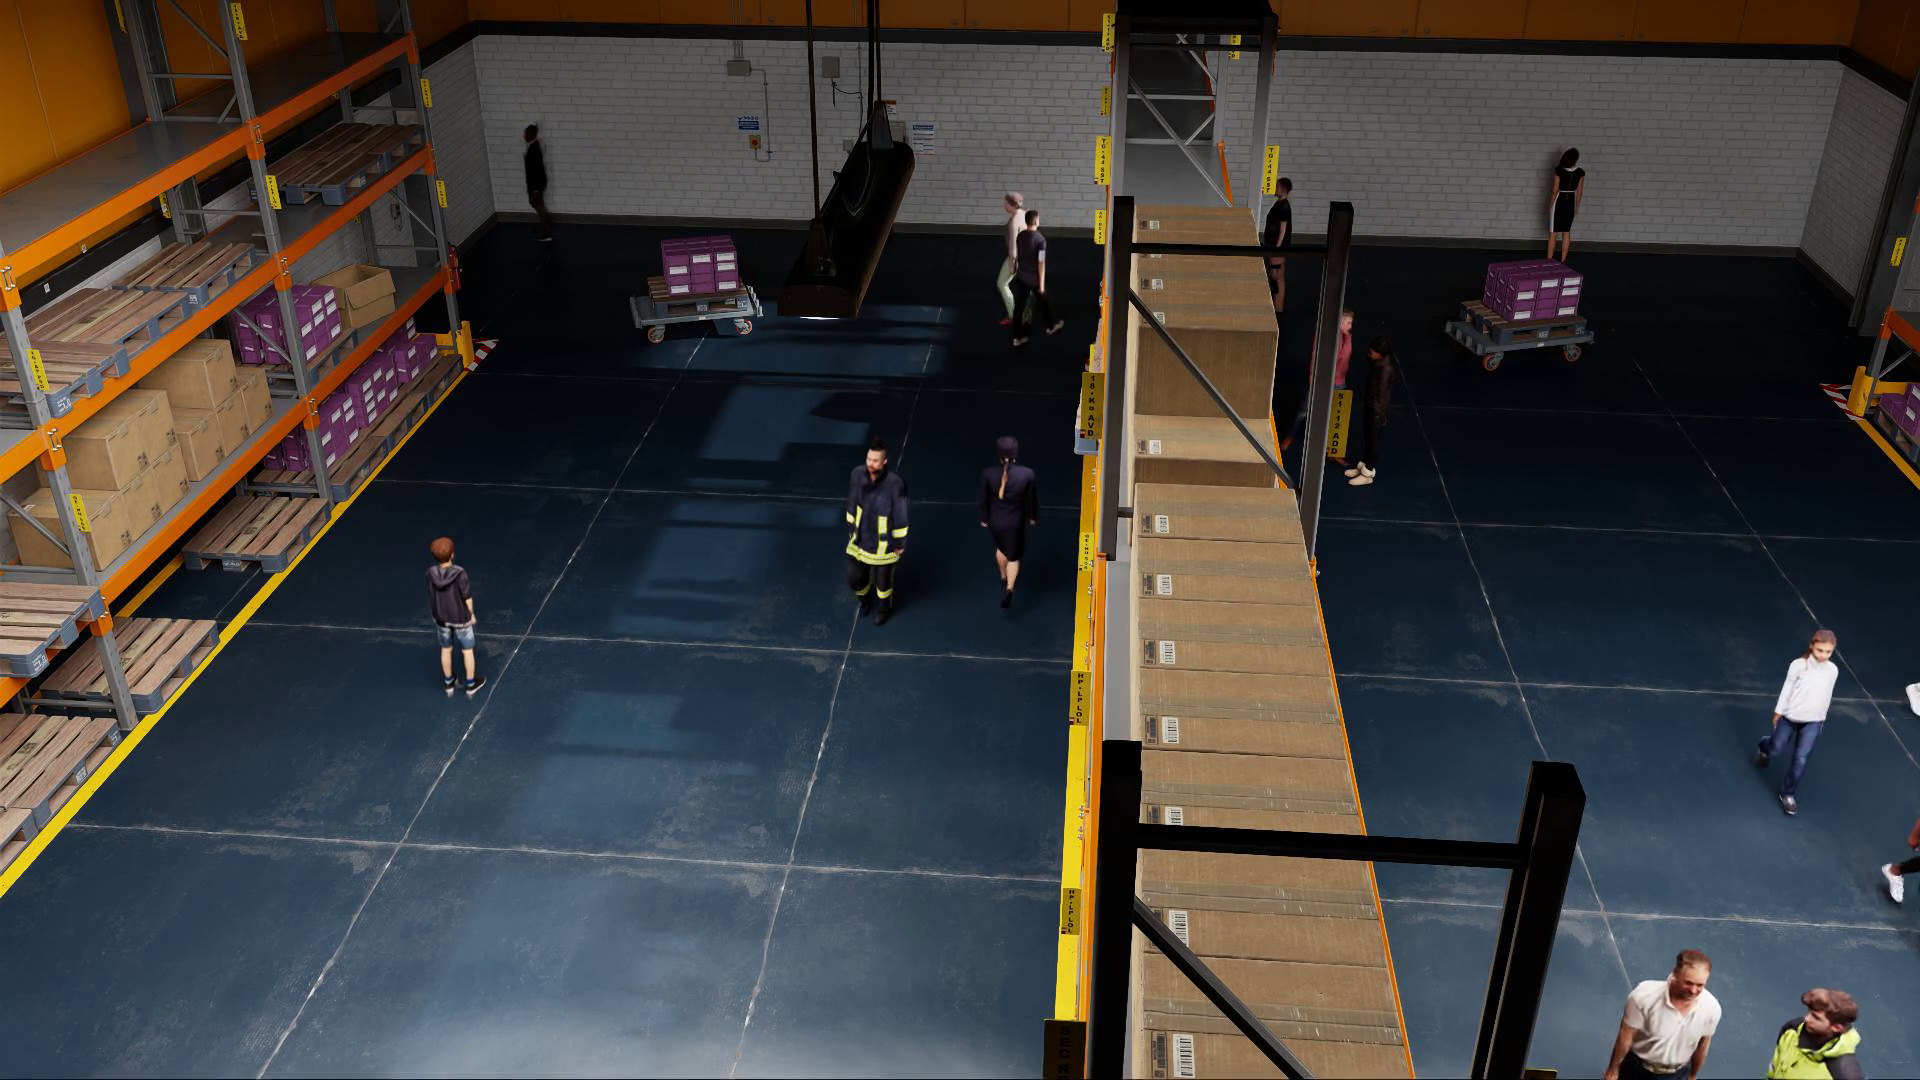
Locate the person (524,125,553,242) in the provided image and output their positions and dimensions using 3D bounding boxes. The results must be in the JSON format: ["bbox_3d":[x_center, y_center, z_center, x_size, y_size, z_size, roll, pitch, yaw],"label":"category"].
[{"bbox_3d":[-6.317,-5.334,24.859,0.895,1.773,0.678,-4,29,-7],"label":"person"}]

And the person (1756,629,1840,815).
[{"bbox_3d":[6.500,1.328,12.885,0.579,1.544,0.897,5,29,10],"label":"person"}]

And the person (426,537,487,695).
[{"bbox_3d":[-4.348,0.643,14.248,0.545,1.443,0.518,4,29,7],"label":"person"}]

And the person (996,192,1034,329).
[{"bbox_3d":[0.829,-3.604,21.617,0.896,1.842,0.793,19,34,31],"label":"person"}]

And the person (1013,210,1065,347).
[{"bbox_3d":[0.833,-3.286,21.154,1.060,1.727,1.175,24,37,37],"label":"person"}]

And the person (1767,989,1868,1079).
[{"bbox_3d":[4.628,3.204,9.005,0.906,1.967,0.739,-7,29,-12],"label":"person"}]

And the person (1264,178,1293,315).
[{"bbox_3d":[4.275,-3.952,22.255,0.740,1.841,0.517,4,29,6],"label":"person"}]

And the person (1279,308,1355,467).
[{"bbox_3d":[3.942,-1.713,18.203,1.033,1.791,1.196,-7,29,-12],"label":"person"}]

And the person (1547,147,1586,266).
[{"bbox_3d":[8.585,-4.691,23.659,0.578,1.794,0.470,3,29,5],"label":"person"}]

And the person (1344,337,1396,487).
[{"bbox_3d":[4.447,-1.388,17.744,0.662,1.660,0.589,15,32,26],"label":"person"}]

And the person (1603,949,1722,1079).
[{"bbox_3d":[3.973,2.976,9.564,0.815,1.832,1.063,9,30,17],"label":"person"}]

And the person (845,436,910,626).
[{"bbox_3d":[-0.739,-0.115,15.212,0.866,1.850,0.835,10,30,18],"label":"person"}]

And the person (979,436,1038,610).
[{"bbox_3d":[0.447,-0.132,15.458,0.701,1.645,1.021,3,29,6],"label":"person"}]
